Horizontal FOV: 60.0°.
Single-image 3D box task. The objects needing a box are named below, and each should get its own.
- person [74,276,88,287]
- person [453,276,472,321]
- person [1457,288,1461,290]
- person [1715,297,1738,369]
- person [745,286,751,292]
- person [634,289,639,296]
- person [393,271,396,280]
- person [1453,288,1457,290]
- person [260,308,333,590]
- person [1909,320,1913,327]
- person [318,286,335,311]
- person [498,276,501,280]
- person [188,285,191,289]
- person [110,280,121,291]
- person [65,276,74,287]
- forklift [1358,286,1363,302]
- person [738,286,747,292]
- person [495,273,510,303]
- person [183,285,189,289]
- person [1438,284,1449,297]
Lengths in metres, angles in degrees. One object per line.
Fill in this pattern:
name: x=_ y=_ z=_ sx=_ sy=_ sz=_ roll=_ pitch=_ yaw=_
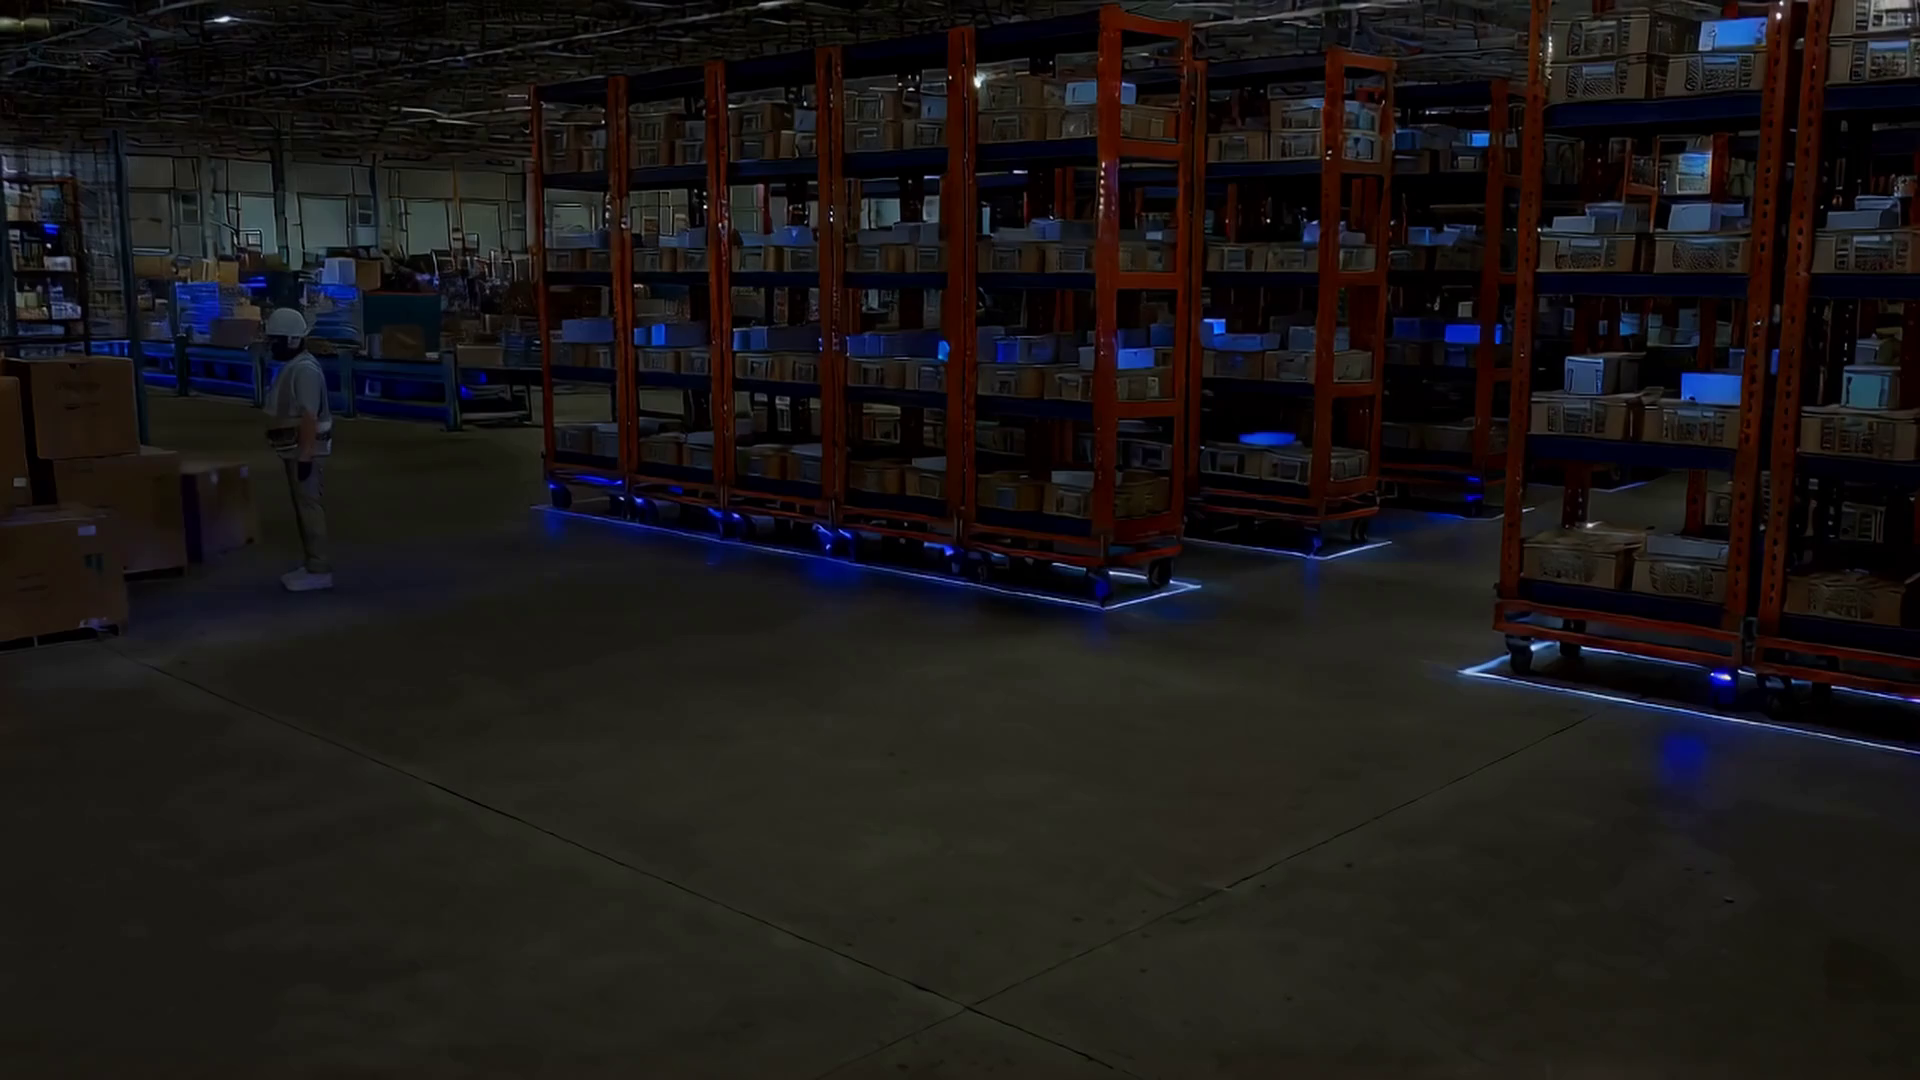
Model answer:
person: x=-34.663 y=-9.566 z=65.582 sx=0.637 sy=1.916 sz=0.848 roll=2 pitch=9 yaw=10
person: x=-13.444 y=-6.189 z=44.981 sx=0.514 sy=1.873 sz=0.329 roll=-4 pitch=10 yaw=-21
person: x=21.052 y=-10.274 z=70.750 sx=0.503 sy=1.632 sz=0.271 roll=-3 pitch=10 yaw=-16
person: x=9.702 y=-2.389 z=21.354 sx=0.673 sy=1.978 sz=0.620 roll=8 pitch=12 yaw=41
person: x=-7.797 y=-8.818 z=61.759 sx=0.873 sy=1.654 sz=0.532 roll=0 pitch=9 yaw=-2
person: x=-18.187 y=-14.057 z=93.061 sx=0.625 sy=1.919 sz=0.660 roll=-4 pitch=10 yaw=-21
person: x=-18.940 y=-8.129 z=56.354 sx=0.746 sy=2.000 sz=0.536 roll=-5 pitch=11 yaw=-29
person: x=19.845 y=-9.919 z=67.517 sx=0.616 sy=1.995 sz=1.073 roll=7 pitch=11 yaw=35
person: x=-4.293 y=-0.587 z=10.797 sx=0.404 sy=1.824 sz=0.586 roll=-6 pitch=11 yaw=-32
person: x=11.245 y=-2.019 z=19.510 sx=0.394 sy=1.839 sz=0.563 roll=2 pitch=10 yaw=15
person: x=-24.029 y=-9.229 z=63.108 sx=0.605 sy=2.038 sz=0.394 roll=-2 pitch=9 yaw=-12
person: x=-23.652 y=-12.764 z=85.777 sx=0.493 sy=1.717 sz=0.805 roll=6 pitch=11 yaw=35
person: x=-37.371 y=-12.011 z=80.627 sx=0.932 sy=1.880 sz=0.612 roll=1 pitch=9 yaw=4
person: x=-23.517 y=-6.380 z=46.489 sx=0.551 sy=1.745 sz=0.555 roll=-2 pitch=9 yaw=-10
person: x=-35.700 y=-9.787 z=67.023 sx=0.627 sy=1.867 sz=0.976 roll=0 pitch=9 yaw=2
forklift: x=11.100 y=-7.017 z=46.970 sx=1.873 sy=2.768 sz=1.129 roll=9 pitch=13 yaw=43
person: x=-9.000 y=-10.163 z=69.052 sx=0.610 sy=1.965 sz=0.363 roll=6 pitch=11 yaw=32
person: x=-15.389 y=-8.041 z=56.135 sx=0.551 sy=1.932 sz=0.376 roll=4 pitch=10 yaw=24
person: x=-36.966 y=-11.734 z=79.621 sx=0.858 sy=1.646 sz=0.551 roll=-5 pitch=10 yaw=-26
person: x=8.383 y=-3.554 z=28.839 sx=0.960 sy=1.855 sz=0.673 roll=-4 pitch=10 yaw=-24
